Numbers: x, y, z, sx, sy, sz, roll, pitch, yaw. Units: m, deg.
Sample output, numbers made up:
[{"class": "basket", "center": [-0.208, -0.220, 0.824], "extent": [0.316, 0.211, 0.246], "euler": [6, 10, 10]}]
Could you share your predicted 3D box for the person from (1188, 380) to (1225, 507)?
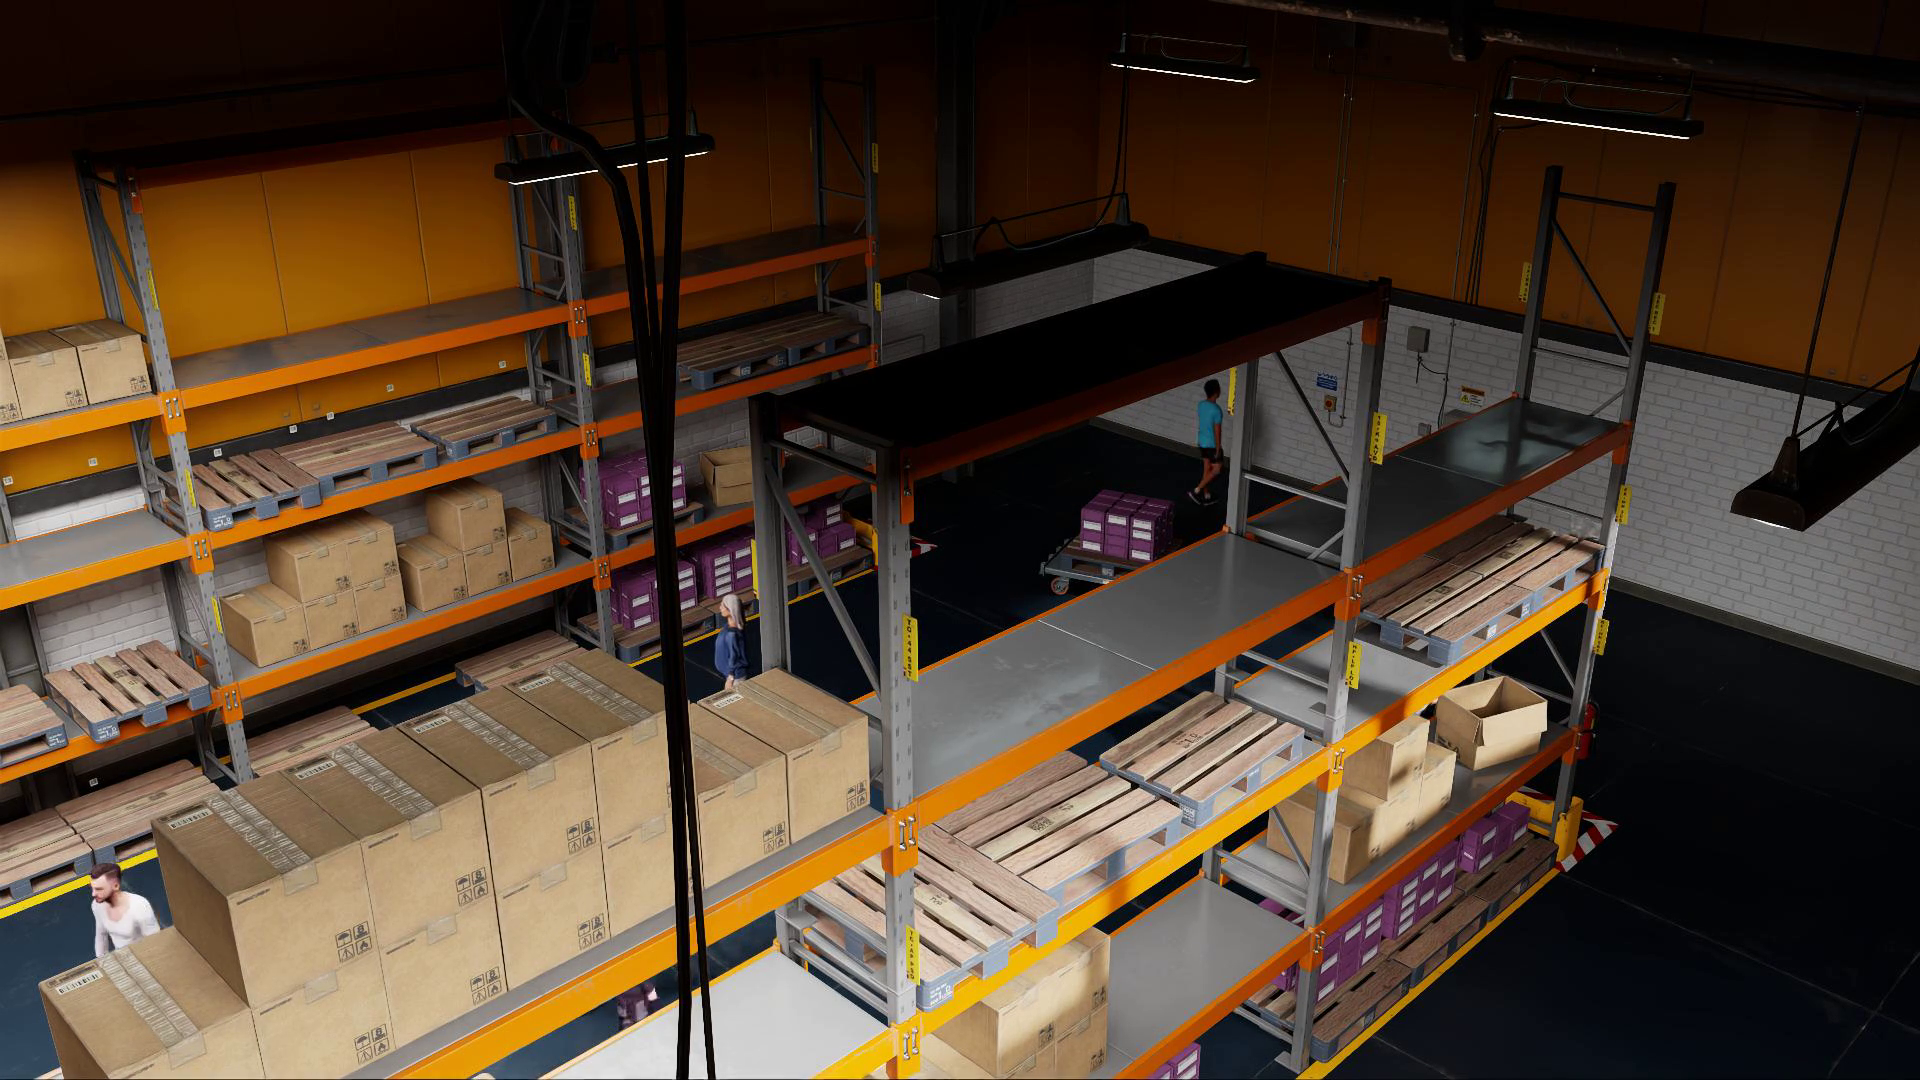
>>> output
[{"class": "person", "center": [3.240, -1.249, 22.032], "extent": [0.893, 1.761, 0.746], "euler": [-13, 27, -28]}]

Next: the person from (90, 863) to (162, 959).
[{"class": "person", "center": [-5.911, 3.052, 12.128], "extent": [0.857, 1.812, 0.964], "euler": [9, 25, 19]}]

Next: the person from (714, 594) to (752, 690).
[{"class": "person", "center": [-2.184, 1.302, 16.275], "extent": [0.765, 1.697, 0.707], "euler": [0, 24, -1]}]
